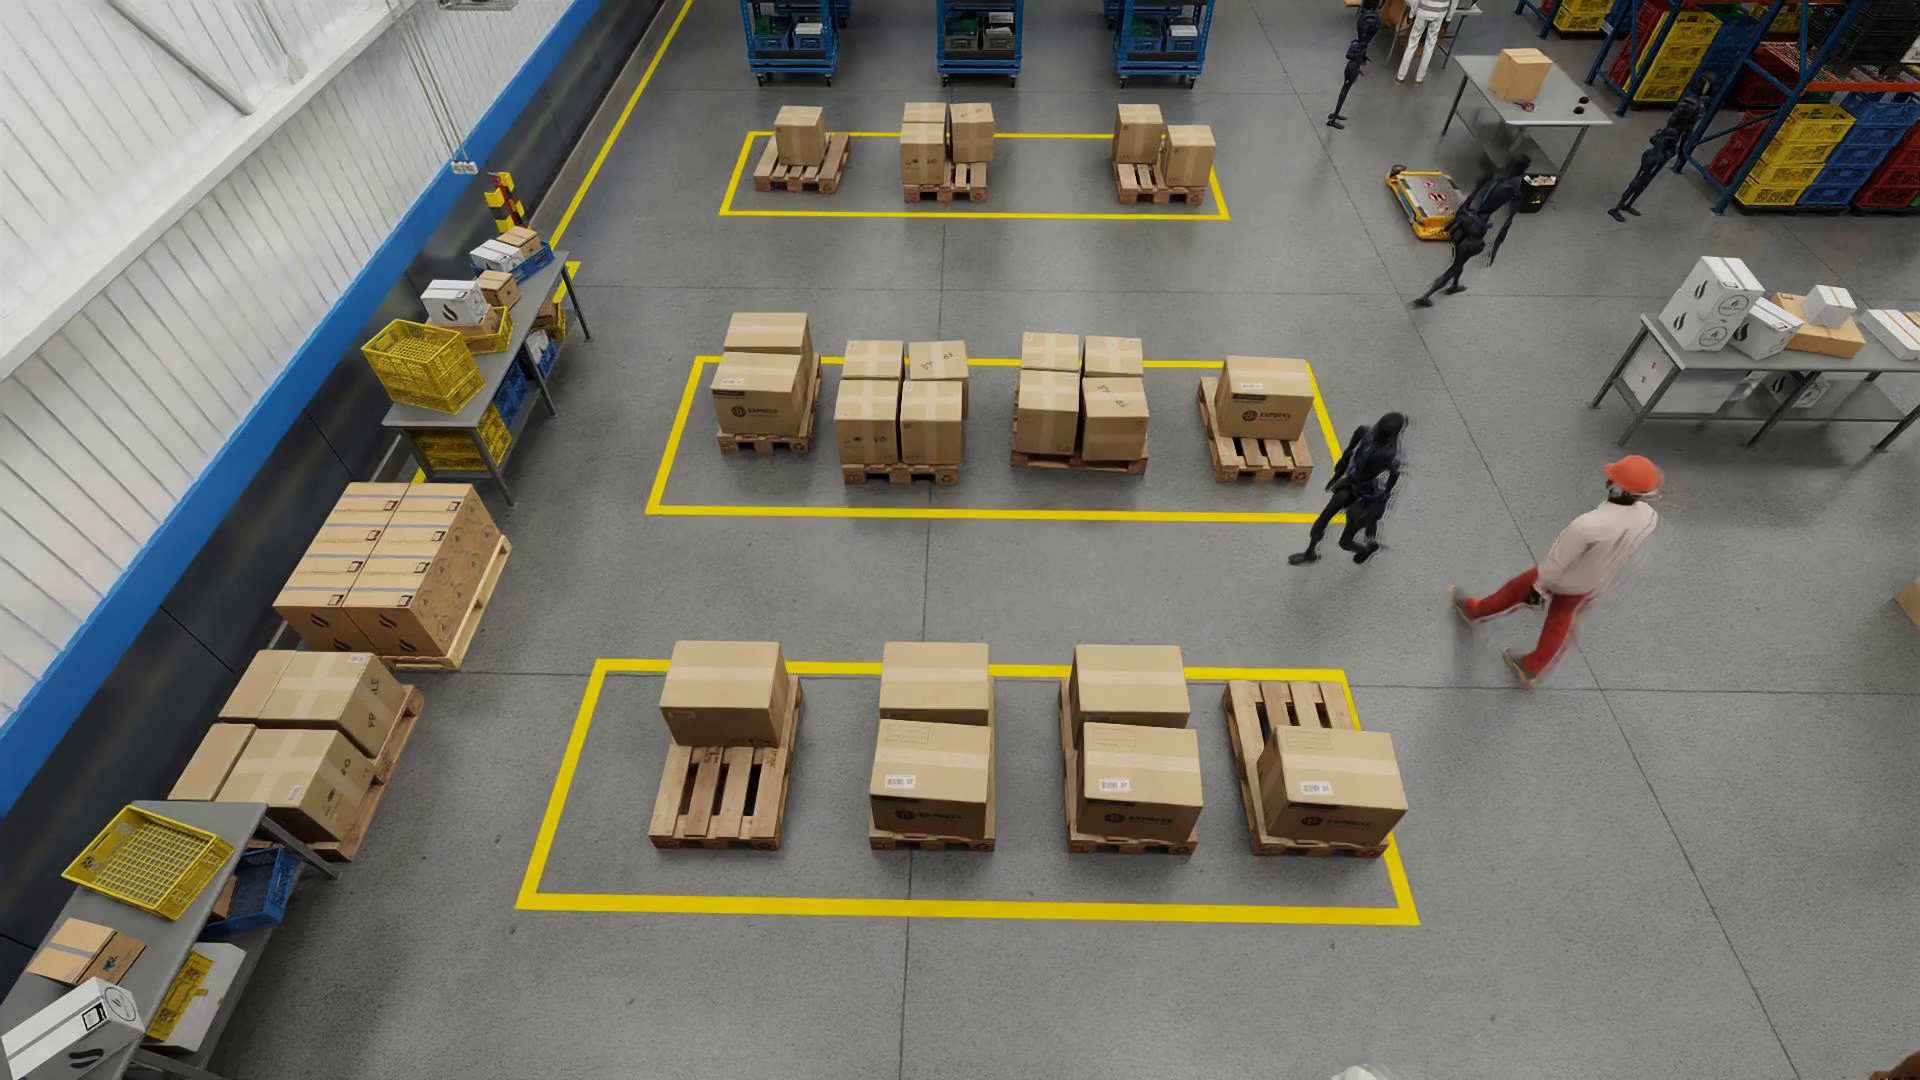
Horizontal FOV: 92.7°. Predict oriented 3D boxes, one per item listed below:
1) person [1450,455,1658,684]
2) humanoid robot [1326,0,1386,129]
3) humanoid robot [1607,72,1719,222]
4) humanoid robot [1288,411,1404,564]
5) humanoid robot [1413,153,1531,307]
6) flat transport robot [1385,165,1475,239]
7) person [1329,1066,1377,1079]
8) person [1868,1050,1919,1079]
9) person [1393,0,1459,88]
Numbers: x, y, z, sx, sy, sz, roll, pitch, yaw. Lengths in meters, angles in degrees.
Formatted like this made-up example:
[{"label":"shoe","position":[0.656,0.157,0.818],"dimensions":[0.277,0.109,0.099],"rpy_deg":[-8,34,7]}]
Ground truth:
[{"label":"person","position":[4.113,0.115,6.316],"dimensions":[0.660,1.950,0.959],"rpy_deg":[-10,50,-9]},{"label":"humanoid robot","position":[5.252,-6.336,12.076],"dimensions":[0.324,1.658,0.602],"rpy_deg":[19,52,15]},{"label":"humanoid robot","position":[8.070,-4.482,10.474],"dimensions":[0.609,1.655,0.326],"rpy_deg":[-21,52,-17]},{"label":"humanoid robot","position":[3.036,-0.342,6.902],"dimensions":[0.608,1.627,0.621],"rpy_deg":[-13,50,-11]},{"label":"humanoid robot","position":[5.203,-3.127,9.349],"dimensions":[0.745,1.611,0.628],"rpy_deg":[-12,50,-10]},{"label":"flat transport robot","position":[5.692,-4.094,11.059],"dimensions":[0.652,0.197,1.431],"rpy_deg":[1,49,1]},{"label":"person","position":[1.699,2.797,4.154],"dimensions":[0.893,1.720,0.535],"rpy_deg":[-14,51,-12]},{"label":"person","position":[4.535,2.634,4.083],"dimensions":[0.689,2.000,0.536],"rpy_deg":[29,55,23]},{"label":"person","position":[6.583,-7.341,12.819],"dimensions":[0.582,1.882,0.337],"rpy_deg":[13,50,11]}]
